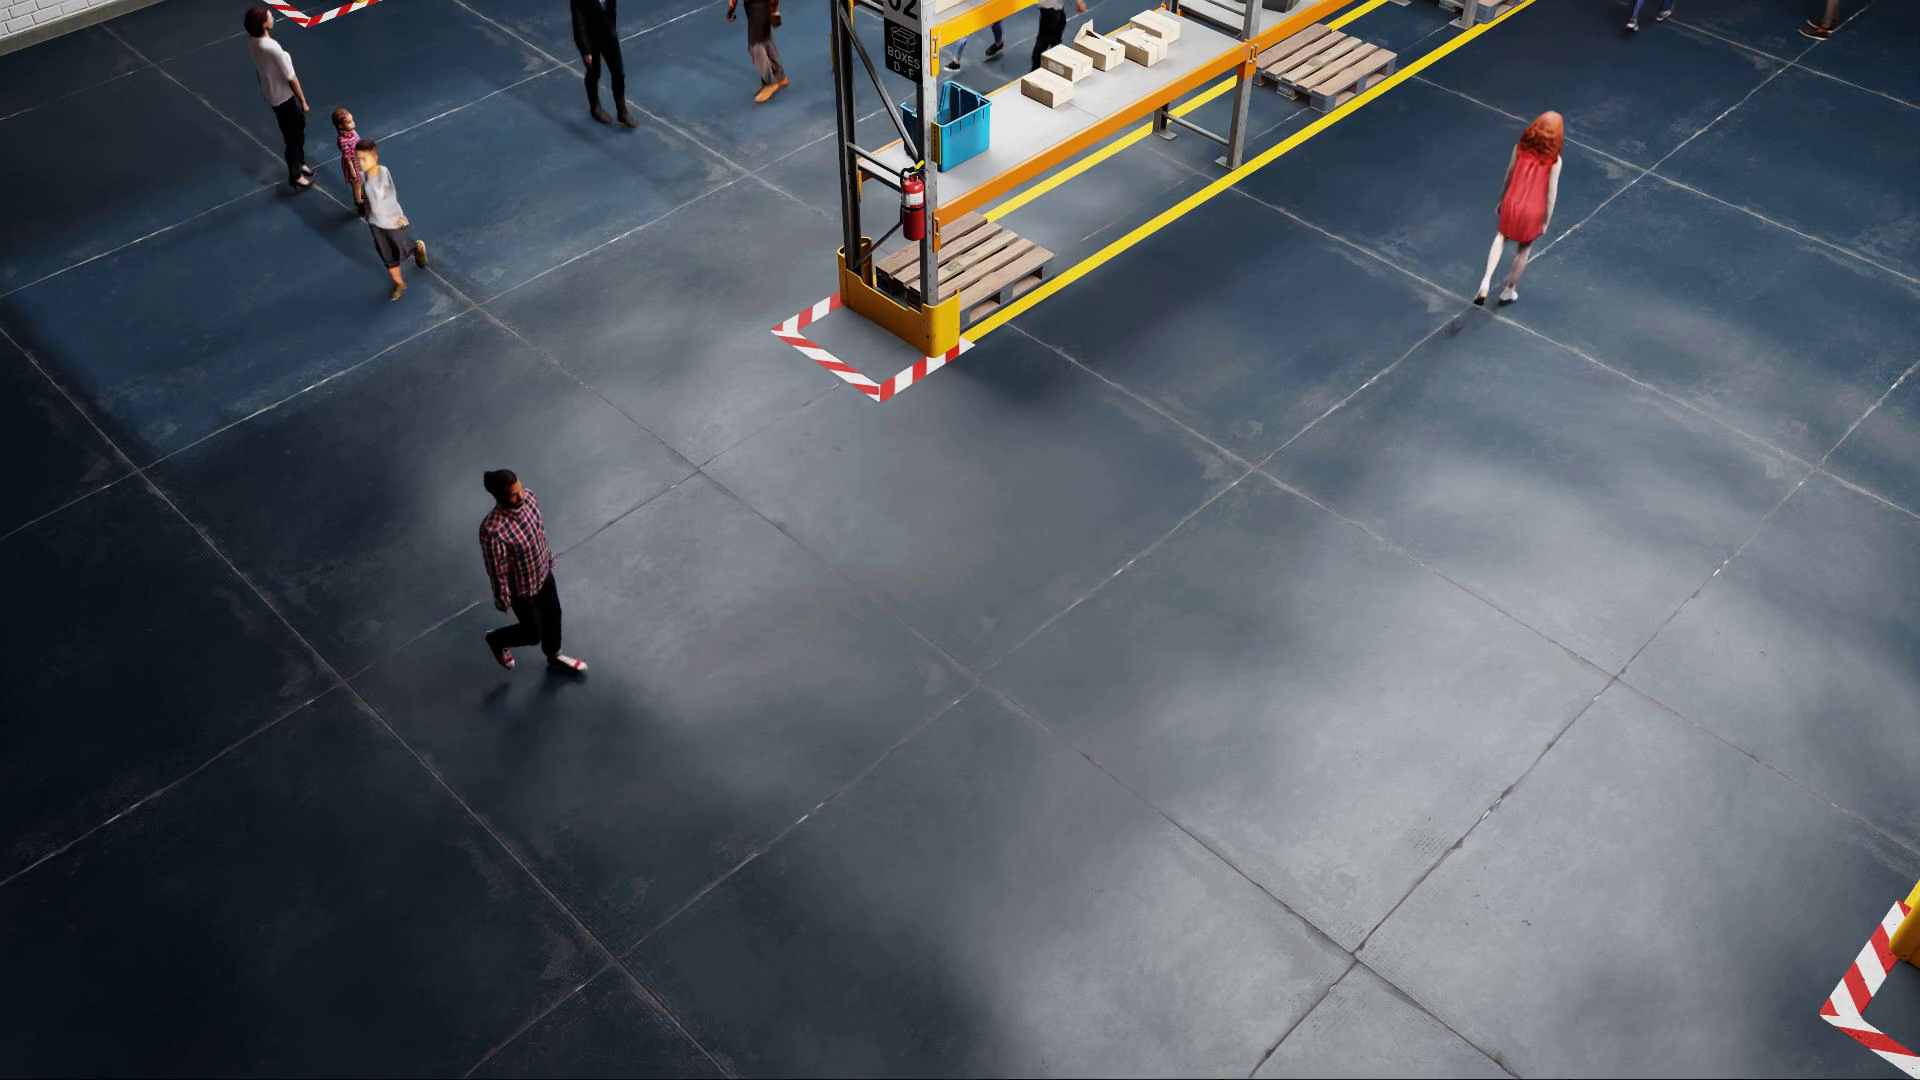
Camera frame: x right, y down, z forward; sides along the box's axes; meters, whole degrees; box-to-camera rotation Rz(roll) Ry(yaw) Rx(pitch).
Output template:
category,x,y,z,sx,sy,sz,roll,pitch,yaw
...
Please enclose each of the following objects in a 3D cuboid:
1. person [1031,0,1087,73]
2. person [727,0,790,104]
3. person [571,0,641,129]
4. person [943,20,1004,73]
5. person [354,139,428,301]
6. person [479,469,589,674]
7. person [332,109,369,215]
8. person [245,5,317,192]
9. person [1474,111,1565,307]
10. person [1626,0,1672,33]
category,x,y,z,sx,sy,sz,roll,pitch,yaw
person,0.786,-5.222,16.192,0.976,1.803,0.876,-17,46,-17
person,-1.860,-5.226,16.135,0.818,1.887,0.760,-29,51,-27
person,-3.454,-4.773,15.696,0.770,1.837,0.800,29,51,27
person,0.270,-5.506,16.612,0.719,1.635,1.121,32,52,29
person,-4.767,-2.761,13.866,0.821,1.448,0.935,9,44,10
person,-2.817,0.206,10.536,0.968,1.745,0.952,13,45,14
person,-5.409,-3.390,14.836,0.558,1.021,0.493,3,44,4
person,-6.106,-3.861,14.780,0.644,1.780,0.616,29,51,27
person,4.502,-2.605,13.438,0.674,1.813,0.879,29,51,27
person,7.289,-6.061,17.154,0.710,1.690,1.115,29,51,27
